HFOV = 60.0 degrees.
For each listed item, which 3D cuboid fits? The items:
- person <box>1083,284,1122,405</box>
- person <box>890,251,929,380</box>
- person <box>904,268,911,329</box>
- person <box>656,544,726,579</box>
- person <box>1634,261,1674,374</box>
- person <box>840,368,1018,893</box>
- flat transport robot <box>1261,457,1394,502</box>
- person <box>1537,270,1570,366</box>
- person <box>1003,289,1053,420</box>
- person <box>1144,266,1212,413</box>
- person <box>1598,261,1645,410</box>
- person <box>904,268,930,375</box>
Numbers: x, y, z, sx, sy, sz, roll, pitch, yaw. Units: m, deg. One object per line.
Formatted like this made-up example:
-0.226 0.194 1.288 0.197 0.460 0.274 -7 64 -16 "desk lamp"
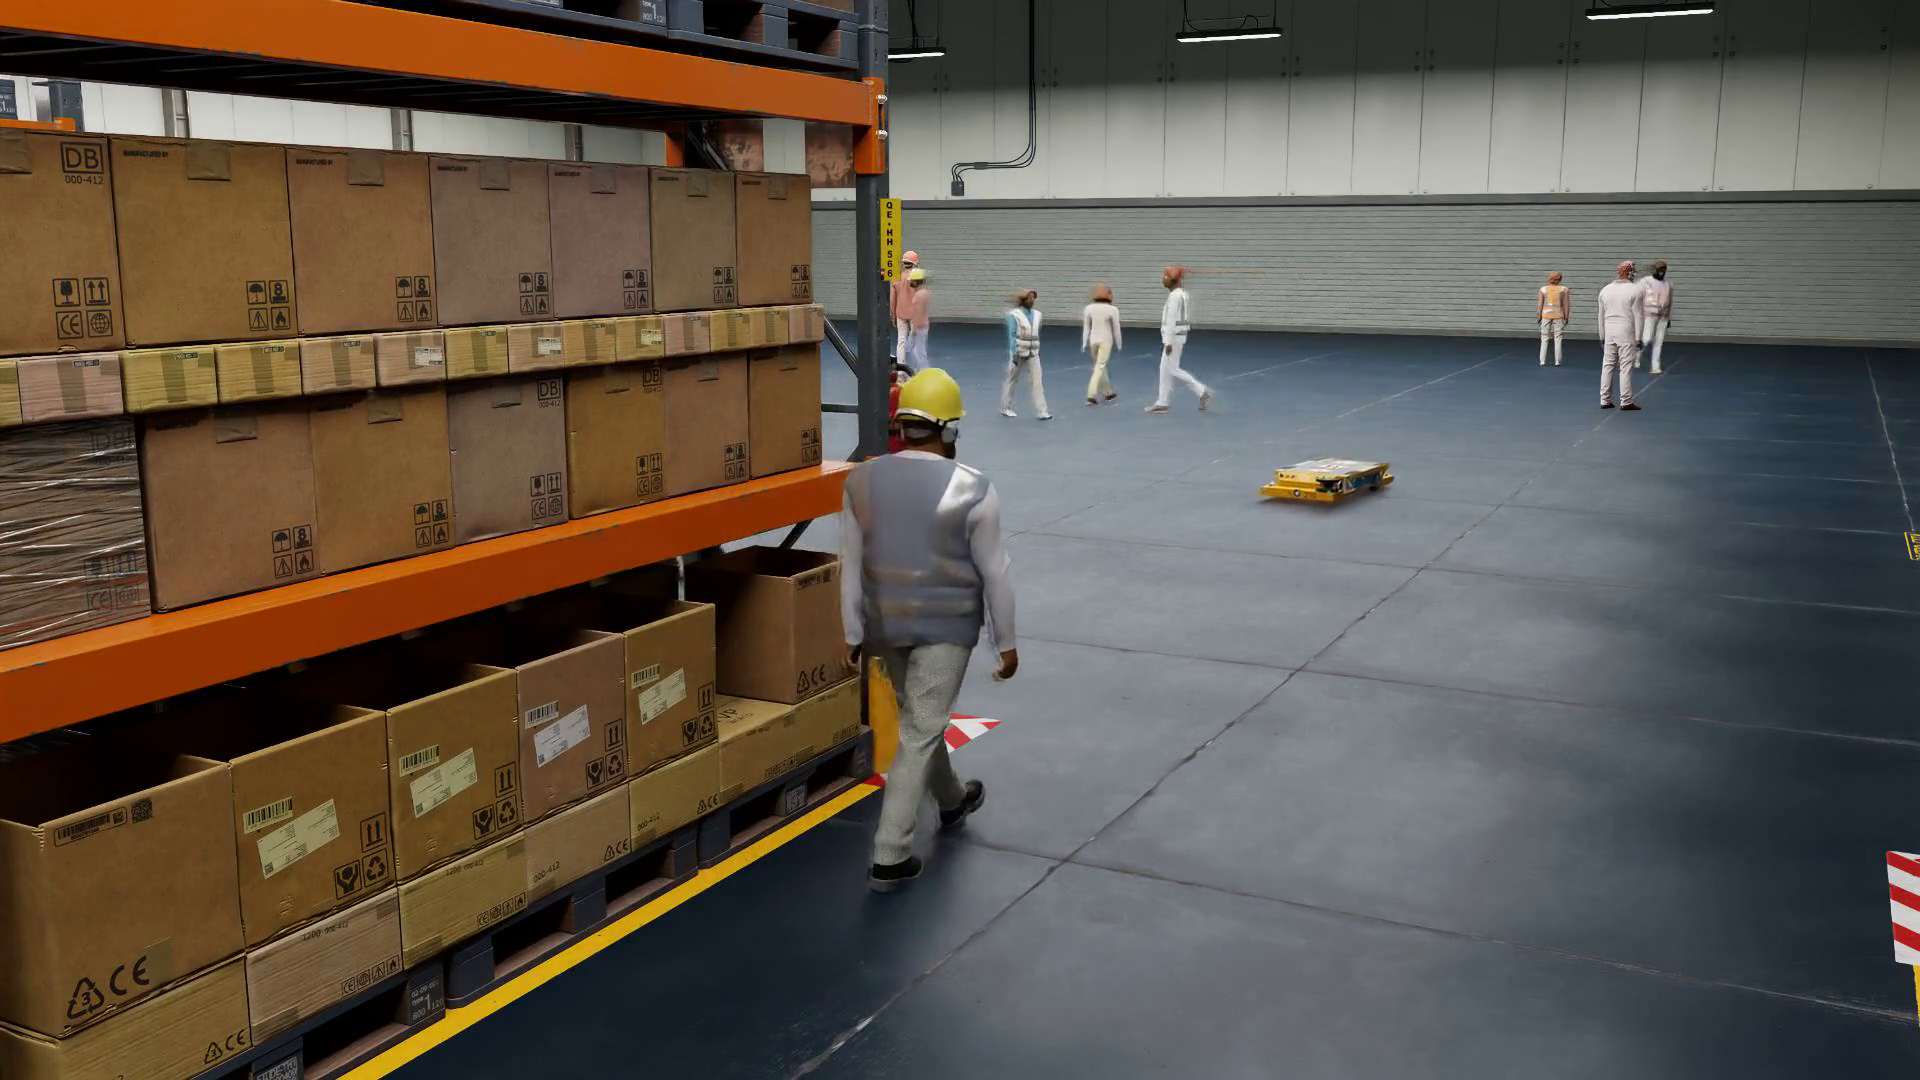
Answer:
1.908 -2.608 22.191 0.517 1.585 0.879 8 13 36 "person"
-0.771 -3.469 25.782 0.622 1.994 0.381 3 11 17 "person"
-1.243 -5.838 39.720 0.499 1.615 0.617 4 11 19 "person"
-1.664 -0.630 10.772 0.771 1.815 0.521 -1 10 -6 "person"
11.297 -3.624 27.075 0.645 1.832 0.505 -1 10 -7 "person"
-0.087 0.287 5.893 0.609 1.779 0.945 6 12 28 "person"
3.230 -0.541 14.525 0.652 0.197 1.431 7 12 34 "flat transport robot"
10.189 -3.802 28.573 0.523 1.638 0.310 5 12 26 "person"
0.799 -2.268 20.326 0.534 1.588 0.857 -7 12 -33 "person"
2.758 -2.508 20.921 0.776 1.865 0.585 2 11 9 "person"
8.540 -2.627 21.431 0.407 1.910 0.639 -7 12 -33 "person"
-0.635 -3.134 24.647 0.435 1.754 0.528 -2 11 -9 "person"
